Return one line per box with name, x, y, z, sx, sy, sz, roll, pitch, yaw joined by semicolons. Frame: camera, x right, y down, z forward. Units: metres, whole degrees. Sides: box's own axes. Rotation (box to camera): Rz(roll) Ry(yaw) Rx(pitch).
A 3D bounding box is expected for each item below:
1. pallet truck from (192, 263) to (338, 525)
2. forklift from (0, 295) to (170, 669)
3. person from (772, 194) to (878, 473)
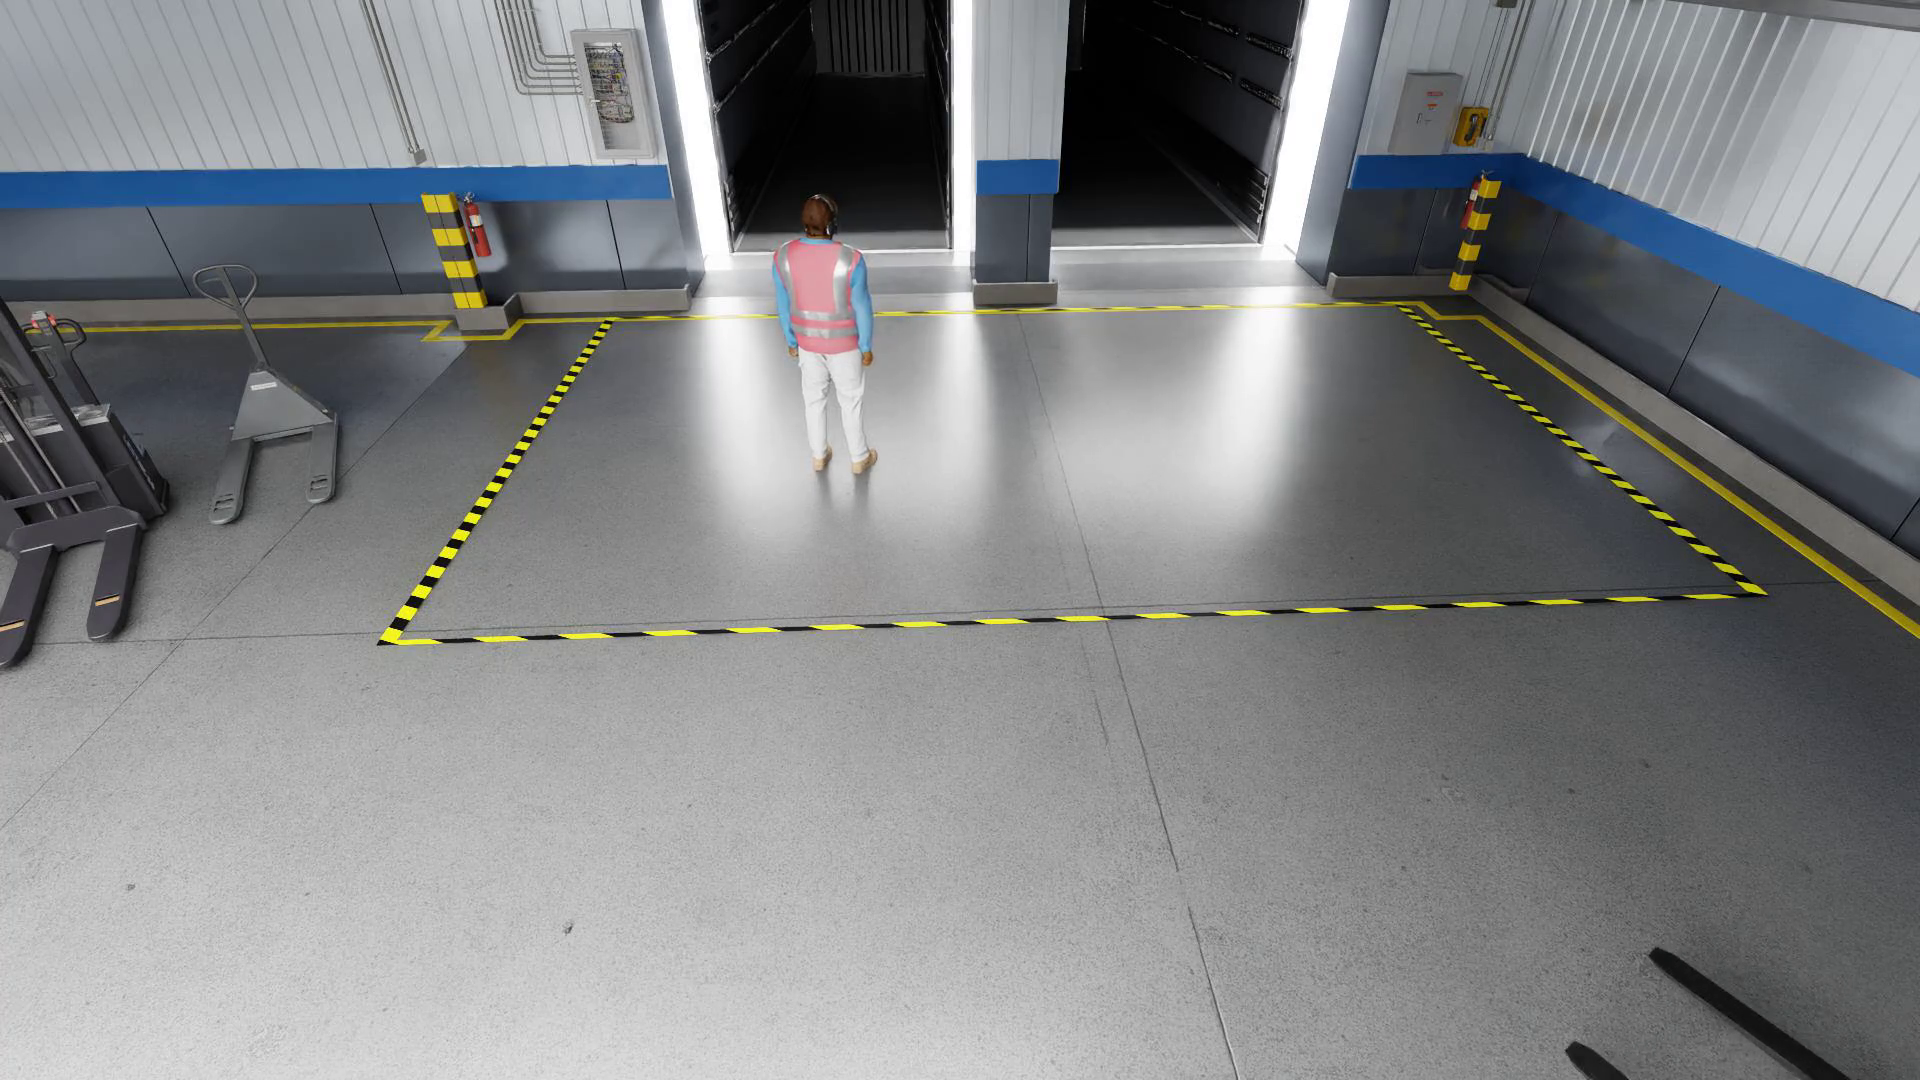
pallet truck;-4.778;-1.027;6.128;0.680;1.201;1.601;-17;38;-23
forklift;-5.212;-0.618;4.878;0.823;1.965;1.885;-20;39;-26
person;-0.850;-1.297;5.988;0.624;1.843;0.430;8;36;11
